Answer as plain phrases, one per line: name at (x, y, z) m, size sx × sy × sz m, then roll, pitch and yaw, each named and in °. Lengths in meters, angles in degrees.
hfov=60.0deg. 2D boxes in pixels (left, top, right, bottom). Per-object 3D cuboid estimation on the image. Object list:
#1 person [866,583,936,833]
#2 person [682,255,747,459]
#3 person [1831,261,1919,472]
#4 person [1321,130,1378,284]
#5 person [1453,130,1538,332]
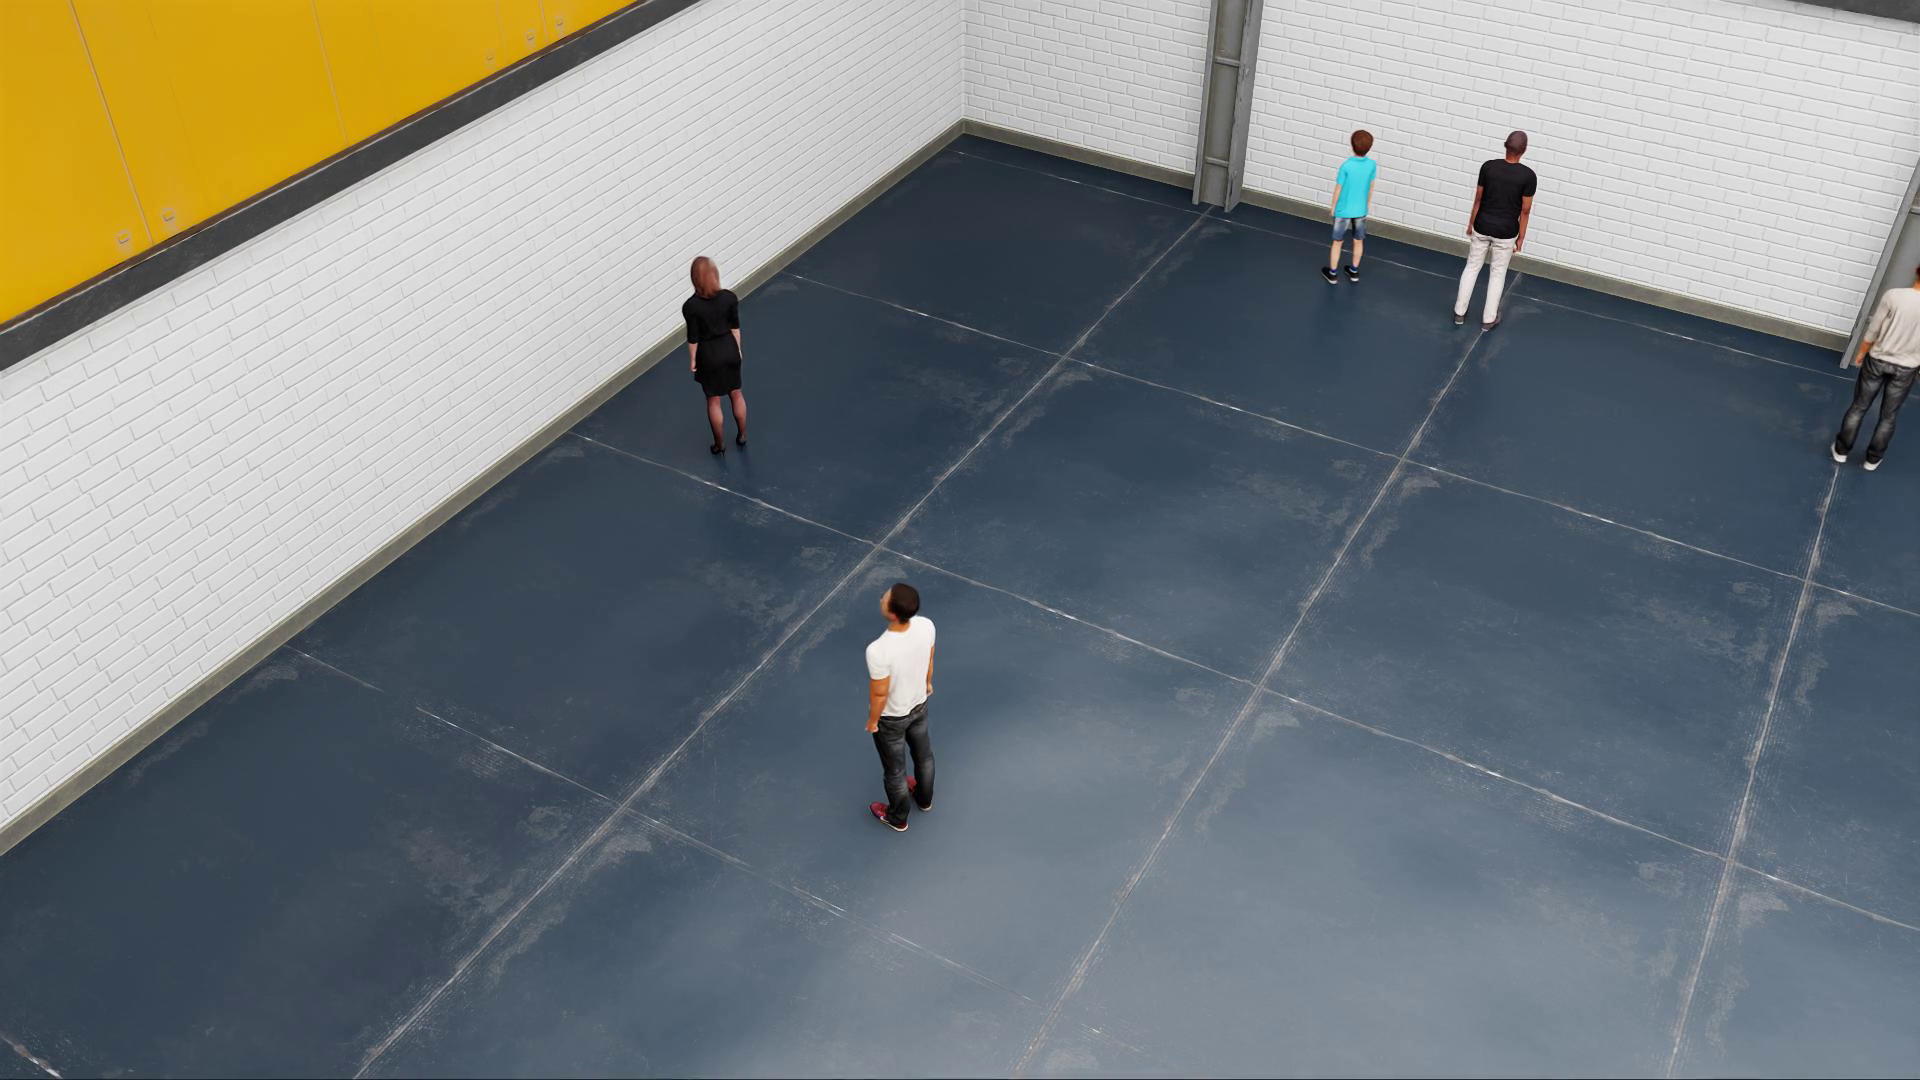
person at (-0.342, 0.961, 9.681) m, size 0.695 × 1.804 × 0.624 m, roll -32°, pitch 48°, yaw -33°
person at (-1.855, -1.390, 12.706) m, size 0.662 × 1.703 × 0.670 m, roll -19°, pitch 42°, yaw -22°
person at (7.049, -1.341, 12.560) m, size 0.462 × 1.809 × 0.706 m, roll 19°, pitch 42°, yaw 22°
person at (3.520, -2.990, 14.912) m, size 0.592 × 1.450 × 0.659 m, roll -8°, pitch 39°, yaw -10°
person at (4.562, -2.637, 14.187) m, size 0.517 × 1.804 × 0.701 m, roll 19°, pitch 42°, yaw 22°
